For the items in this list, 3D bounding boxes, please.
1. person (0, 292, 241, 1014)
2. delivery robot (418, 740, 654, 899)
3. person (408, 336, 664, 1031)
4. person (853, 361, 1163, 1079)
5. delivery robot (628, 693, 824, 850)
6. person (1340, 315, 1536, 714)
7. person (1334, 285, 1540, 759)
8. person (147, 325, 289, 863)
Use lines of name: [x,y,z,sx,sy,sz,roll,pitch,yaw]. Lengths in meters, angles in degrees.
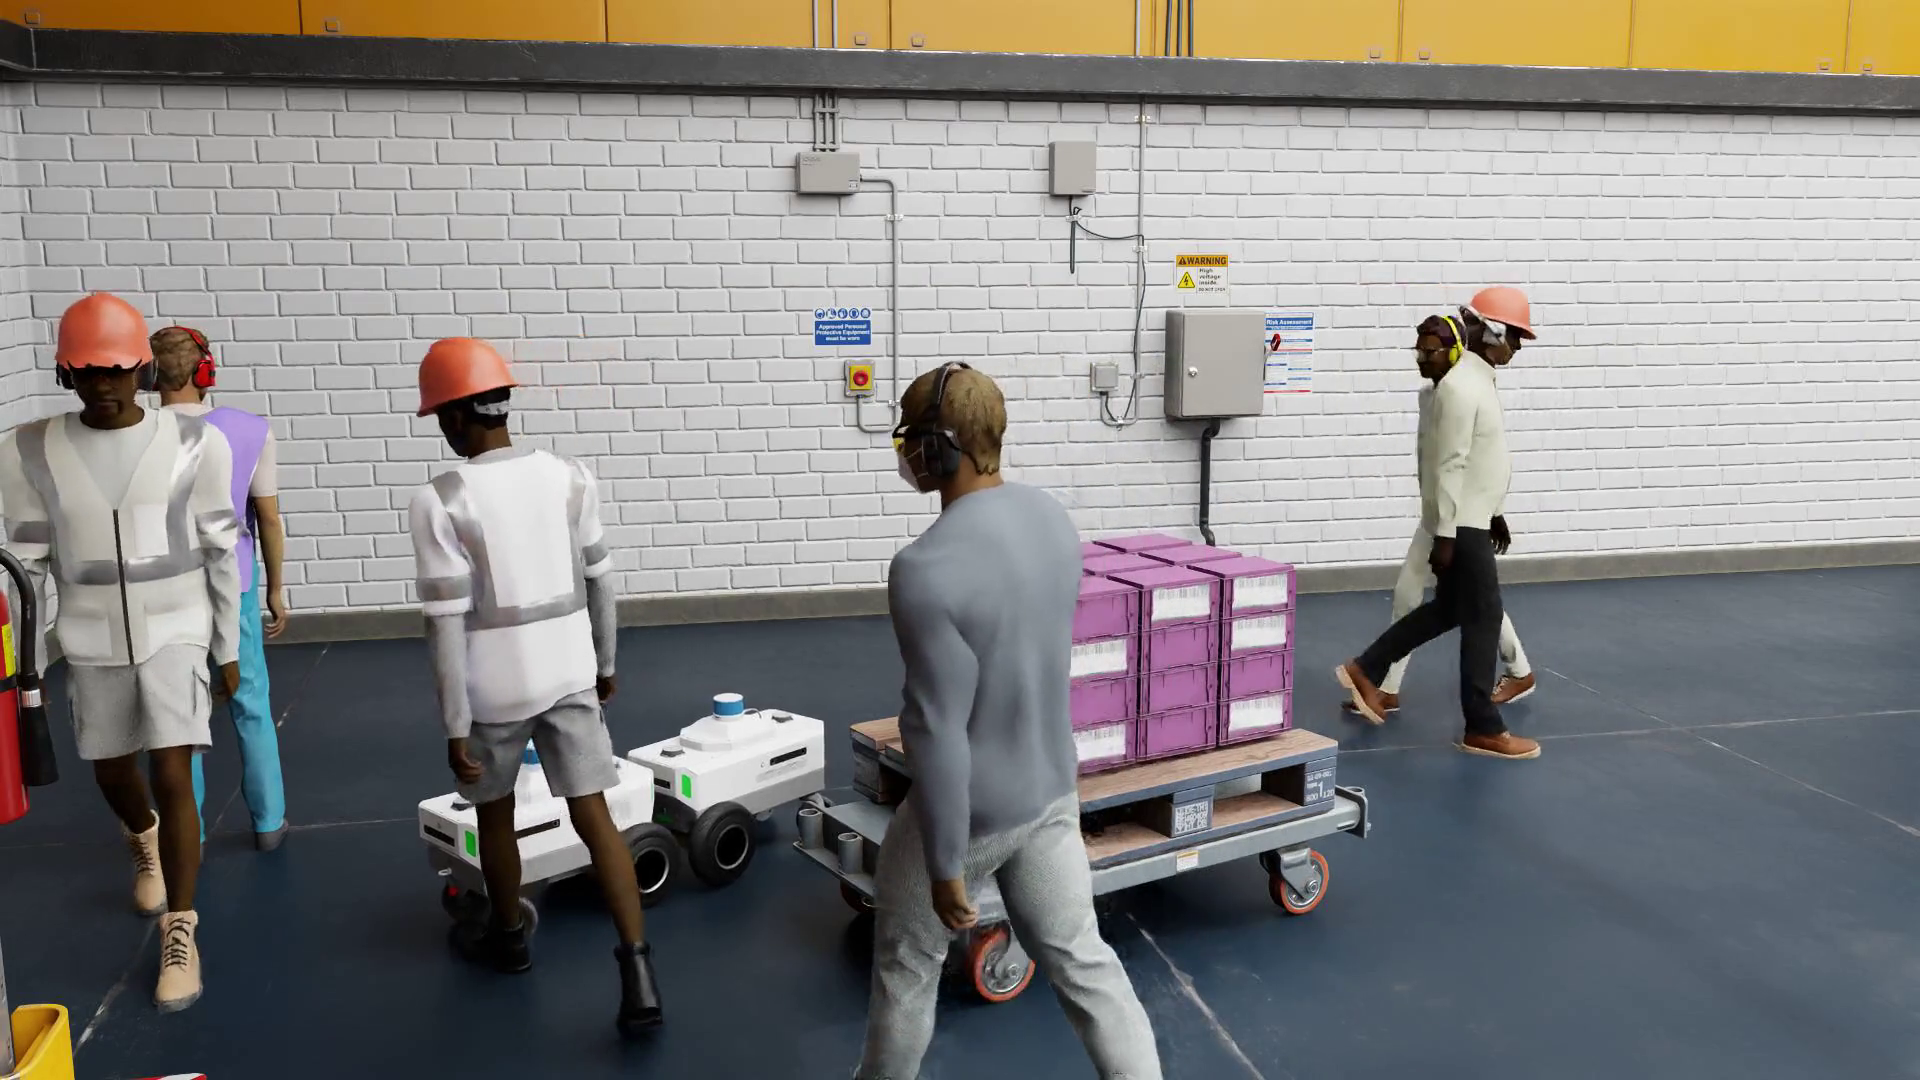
person: [-2.432,0.263,4.901,0.616,1.999,0.994,-3,11,-18]
delivery robot: [-1.327,0.873,5.251,0.477,0.478,0.707,10,14,43]
person: [-1.134,0.395,4.507,0.628,1.884,0.974,-8,13,-38]
person: [0.081,0.563,3.565,1.040,1.888,0.641,8,13,38]
delivery robot: [-0.800,0.777,5.781,0.477,0.478,0.707,8,13,38]
person: [2.237,-0.107,7.484,0.964,1.813,0.554,-4,11,-20]
person: [2.028,-0.092,7.001,0.805,1.955,0.626,3,11,18]
person: [-2.603,0.198,5.683,0.564,1.842,0.393,-5,12,-28]
